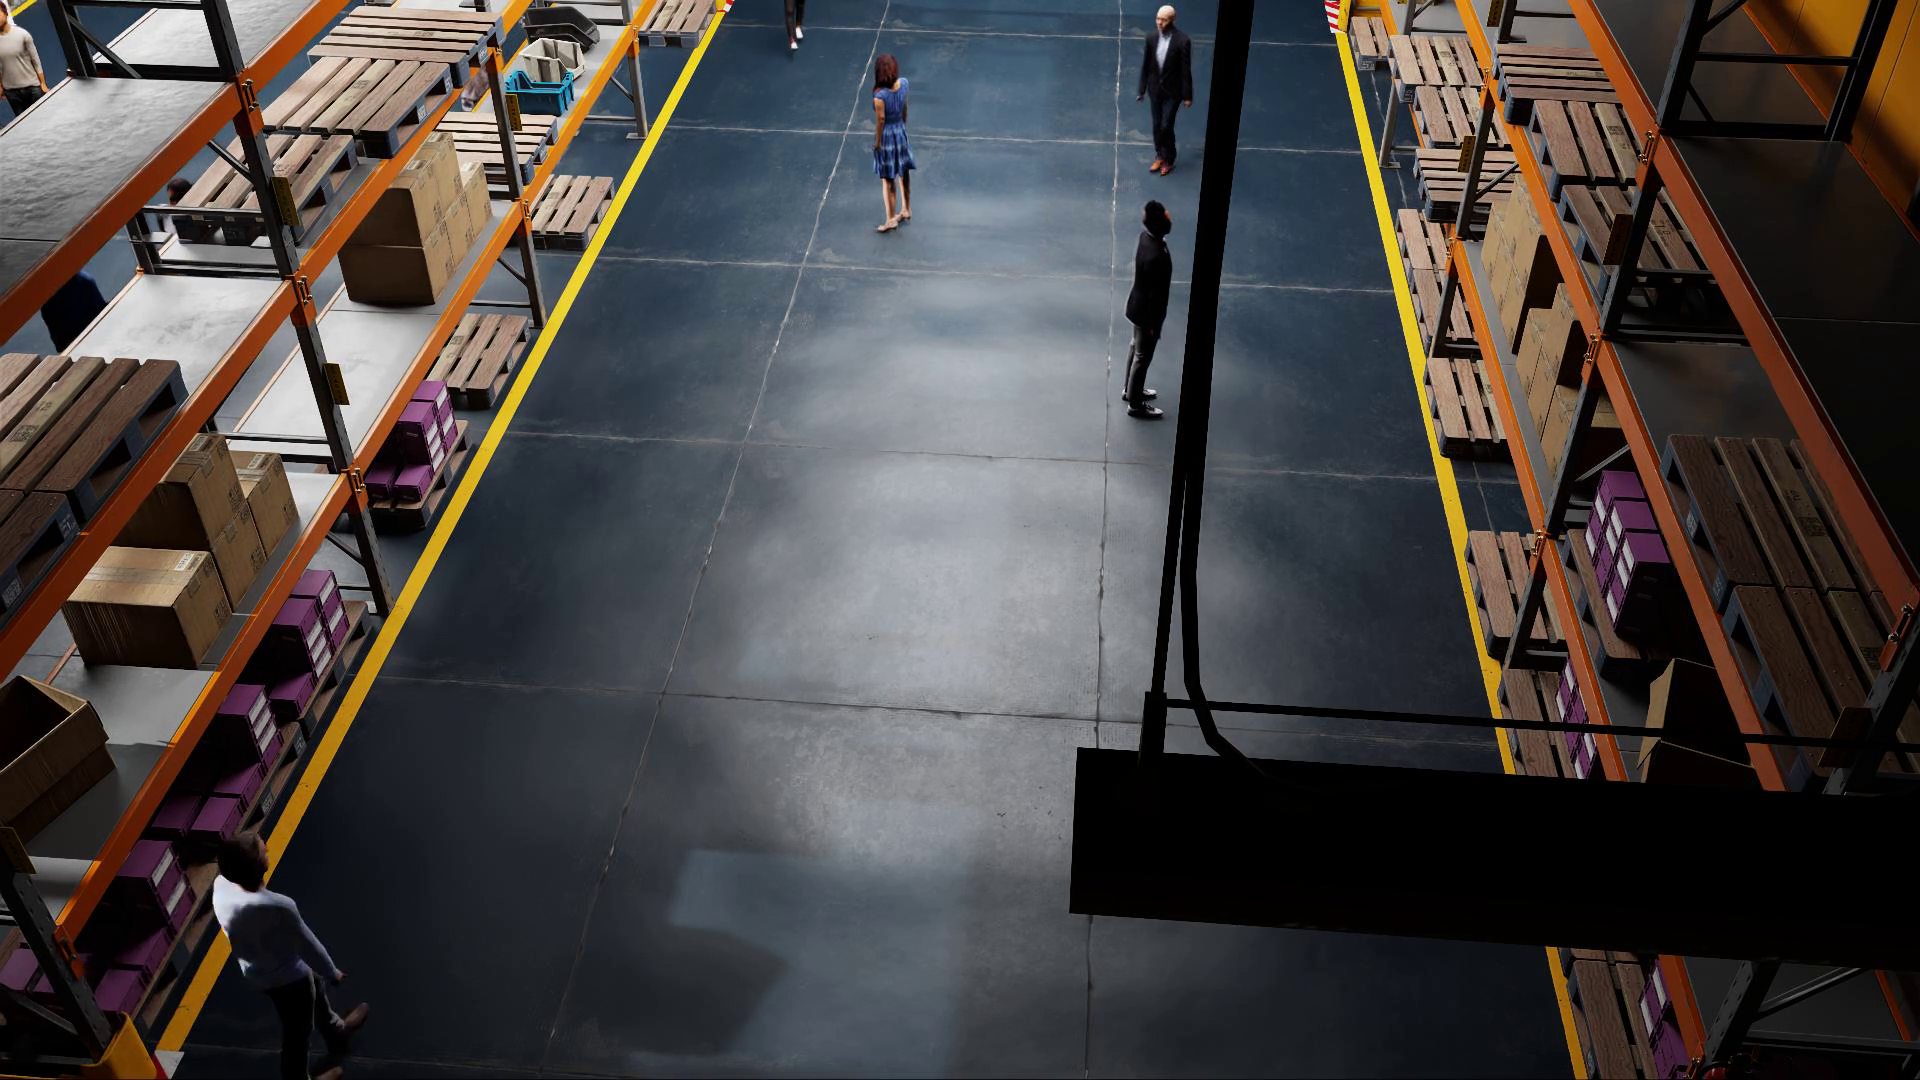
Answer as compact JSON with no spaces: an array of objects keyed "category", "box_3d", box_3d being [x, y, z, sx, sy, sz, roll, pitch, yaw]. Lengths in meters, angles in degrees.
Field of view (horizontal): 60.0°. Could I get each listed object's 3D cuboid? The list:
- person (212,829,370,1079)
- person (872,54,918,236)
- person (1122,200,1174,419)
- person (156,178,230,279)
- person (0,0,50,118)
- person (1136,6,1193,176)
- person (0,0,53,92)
[{"category":"person","box_3d":[-3.542,2.268,8.493,0.926,1.861,1.046,21,43,24]},{"category":"person","box_3d":[-0.673,-3.862,16.213,0.818,1.807,0.703,25,45,28]},{"category":"person","box_3d":[1.543,-1.931,13.681,0.790,1.949,0.558,-2,39,-2]},{"category":"person","box_3d":[-6.601,-2.385,14.472,0.741,1.671,0.953,-3,39,-4]},{"category":"person","box_3d":[-9.743,-4.726,17.291,0.716,1.812,0.679,-10,40,-12]},{"category":"person","box_3d":[2.182,-4.701,17.277,0.833,1.790,0.813,24,44,27]},{"category":"person","box_3d":[-10.303,-5.348,18.096,0.655,1.779,0.878,7,39,8]}]
